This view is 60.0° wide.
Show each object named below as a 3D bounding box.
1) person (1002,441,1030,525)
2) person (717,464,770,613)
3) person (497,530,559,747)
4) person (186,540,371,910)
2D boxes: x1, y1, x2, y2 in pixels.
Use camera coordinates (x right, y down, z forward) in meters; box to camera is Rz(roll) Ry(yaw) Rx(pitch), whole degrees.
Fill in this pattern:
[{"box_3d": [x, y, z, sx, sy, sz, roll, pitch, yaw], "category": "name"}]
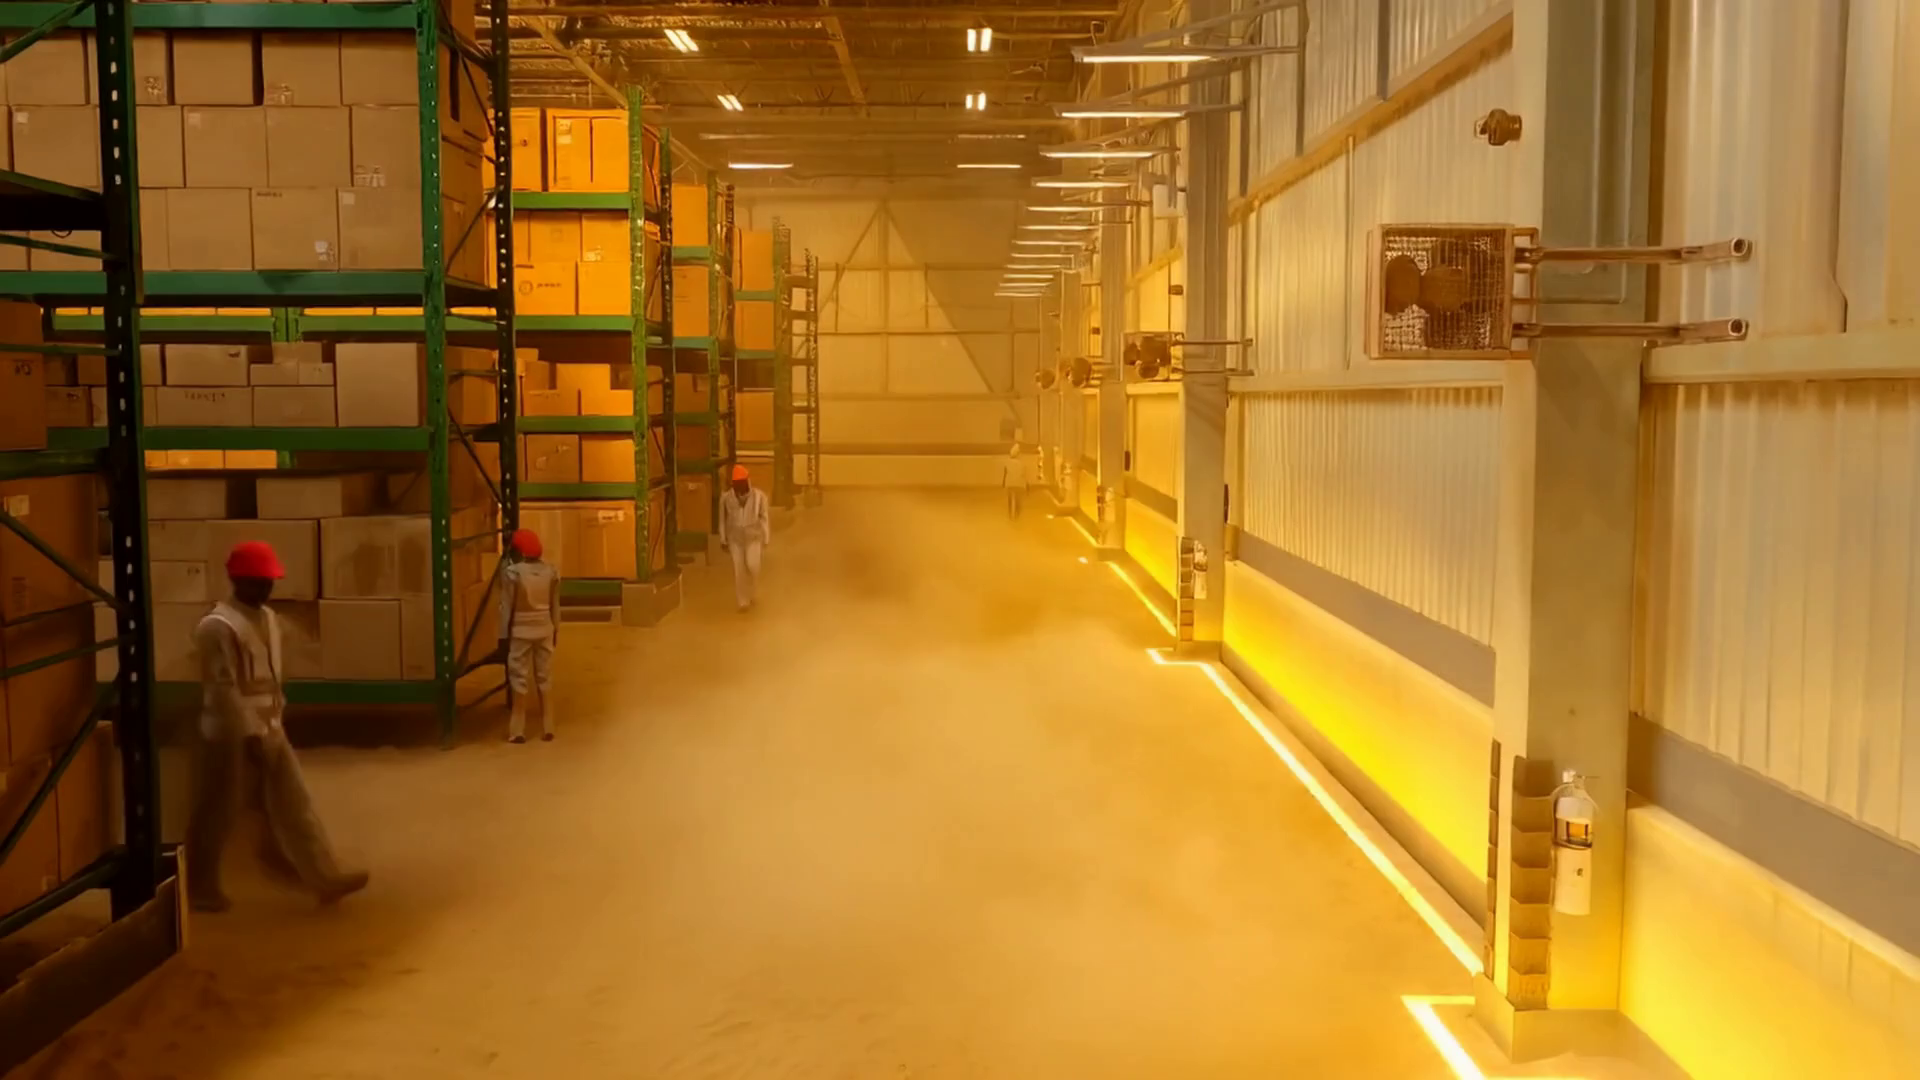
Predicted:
[{"box_3d": [1.152, -1.176, 34.284, 0.566, 1.724, 0.766, 0, 5, 0], "category": "person"}, {"box_3d": [-2.621, -0.009, 20.125, 0.625, 1.815, 0.436, 0, 5, -6], "category": "person"}, {"box_3d": [-3.244, 0.735, 12.556, 0.318, 1.631, 0.523, 4, 6, 39], "category": "person"}, {"box_3d": [-3.554, 0.955, 8.450, 0.969, 1.895, 0.618, 1, 5, 11], "category": "person"}]
